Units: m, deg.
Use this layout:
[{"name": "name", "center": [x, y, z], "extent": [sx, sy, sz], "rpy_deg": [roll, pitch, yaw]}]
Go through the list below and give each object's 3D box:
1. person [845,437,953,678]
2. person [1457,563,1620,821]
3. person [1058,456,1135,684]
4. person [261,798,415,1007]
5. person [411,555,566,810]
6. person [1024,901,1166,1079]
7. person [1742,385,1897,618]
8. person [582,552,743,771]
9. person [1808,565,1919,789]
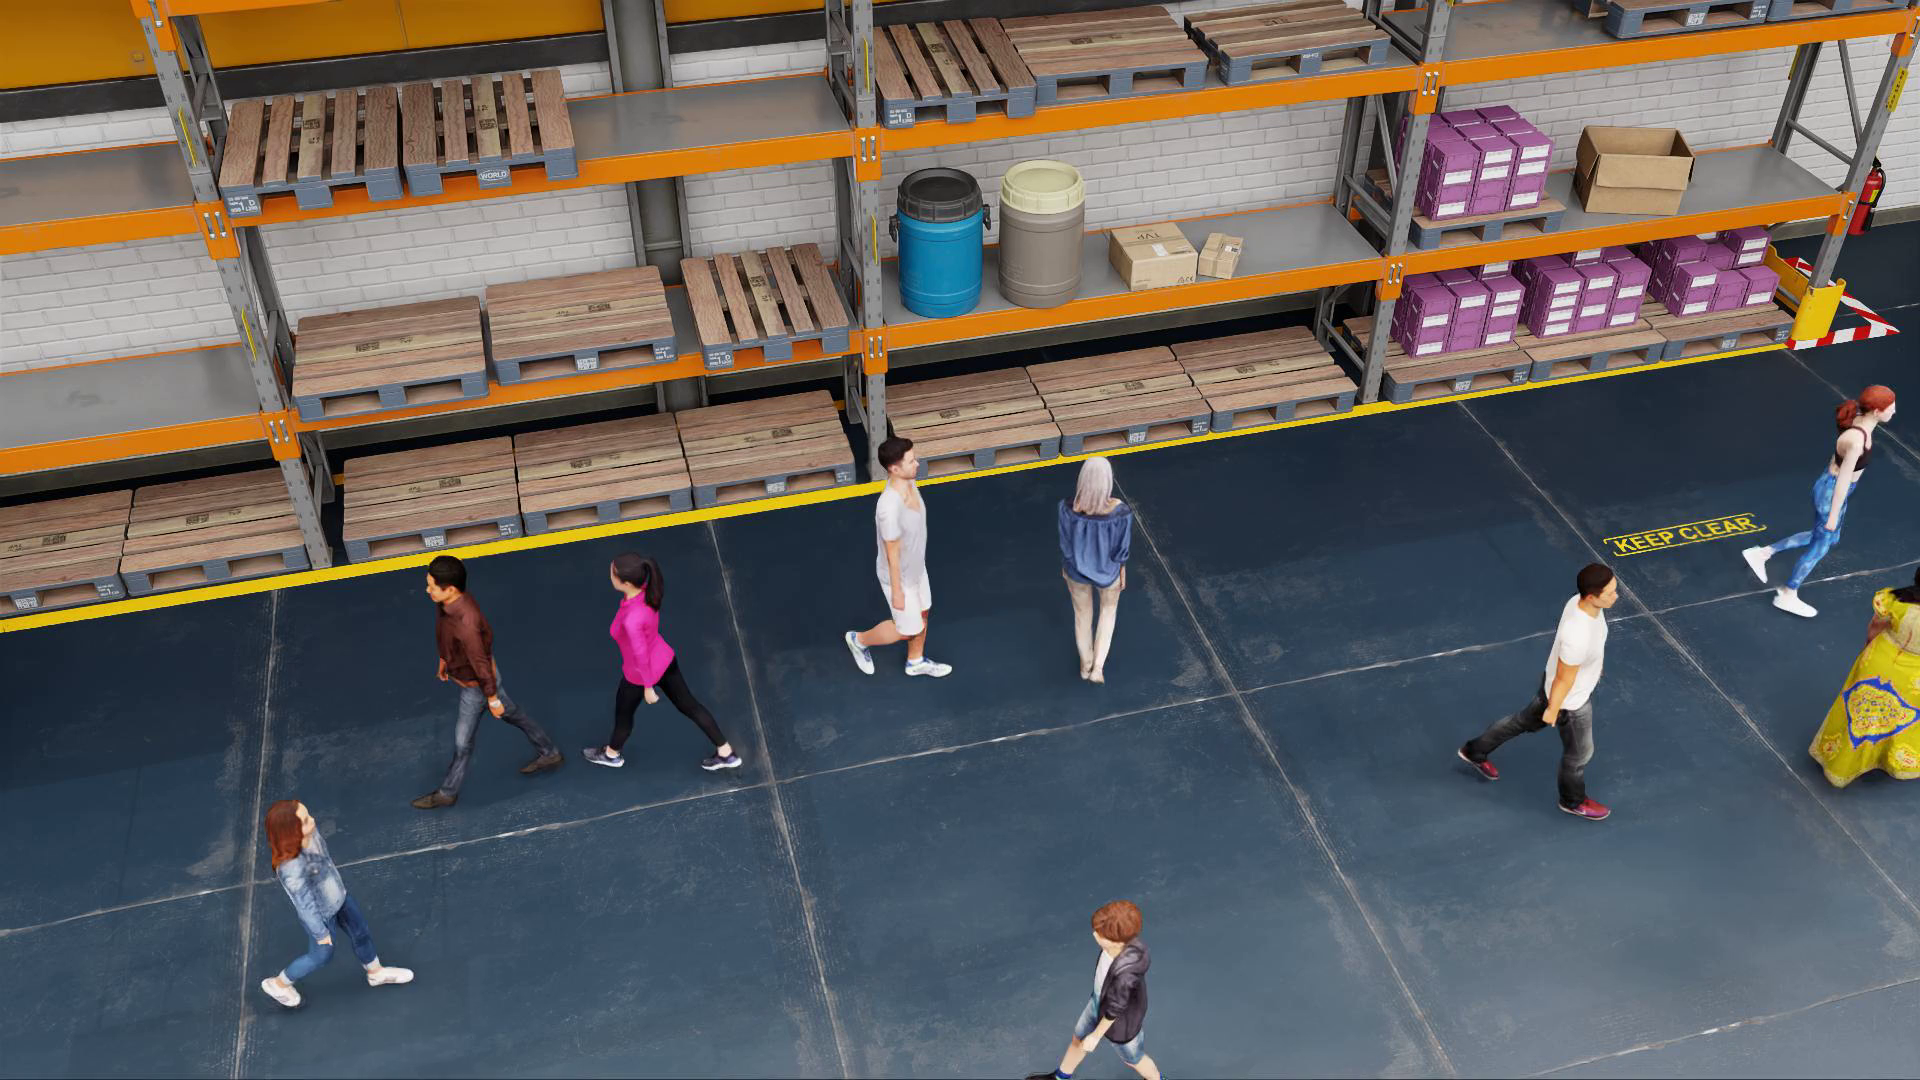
[{"name": "person", "center": [-0.432, 0.157, 10.204], "extent": [1.057, 1.842, 0.950], "rpy_deg": [9, 40, 11]}, {"name": "person", "center": [3.347, 0.816, 9.443], "extent": [1.217, 1.772, 1.037], "rpy_deg": [12, 40, 14]}, {"name": "person", "center": [0.804, 0.259, 10.209], "extent": [0.768, 1.687, 0.809], "rpy_deg": [5, 39, 7]}, {"name": "person", "center": [-3.299, 1.857, 8.387], "extent": [0.975, 1.453, 0.653], "rpy_deg": [-5, 39, -6]}, {"name": "person", "center": [-2.672, 0.786, 9.506], "extent": [1.201, 1.730, 0.830], "rpy_deg": [-17, 42, -20]}, {"name": "person", "center": [0.803, 2.251, 7.927], "extent": [0.962, 1.410, 0.601], "rpy_deg": [-6, 39, -7]}, {"name": "person", "center": [5.547, -0.274, 10.810], "extent": [0.872, 1.769, 0.817], "rpy_deg": [22, 44, 25]}, {"name": "person", "center": [-1.690, 0.767, 9.605], "extent": [1.278, 1.647, 0.946], "rpy_deg": [6, 39, 7]}, {"name": "person", "center": [5.363, 0.807, 9.560], "extent": [1.115, 1.639, 1.194], "rpy_deg": [26, 46, 29]}]
